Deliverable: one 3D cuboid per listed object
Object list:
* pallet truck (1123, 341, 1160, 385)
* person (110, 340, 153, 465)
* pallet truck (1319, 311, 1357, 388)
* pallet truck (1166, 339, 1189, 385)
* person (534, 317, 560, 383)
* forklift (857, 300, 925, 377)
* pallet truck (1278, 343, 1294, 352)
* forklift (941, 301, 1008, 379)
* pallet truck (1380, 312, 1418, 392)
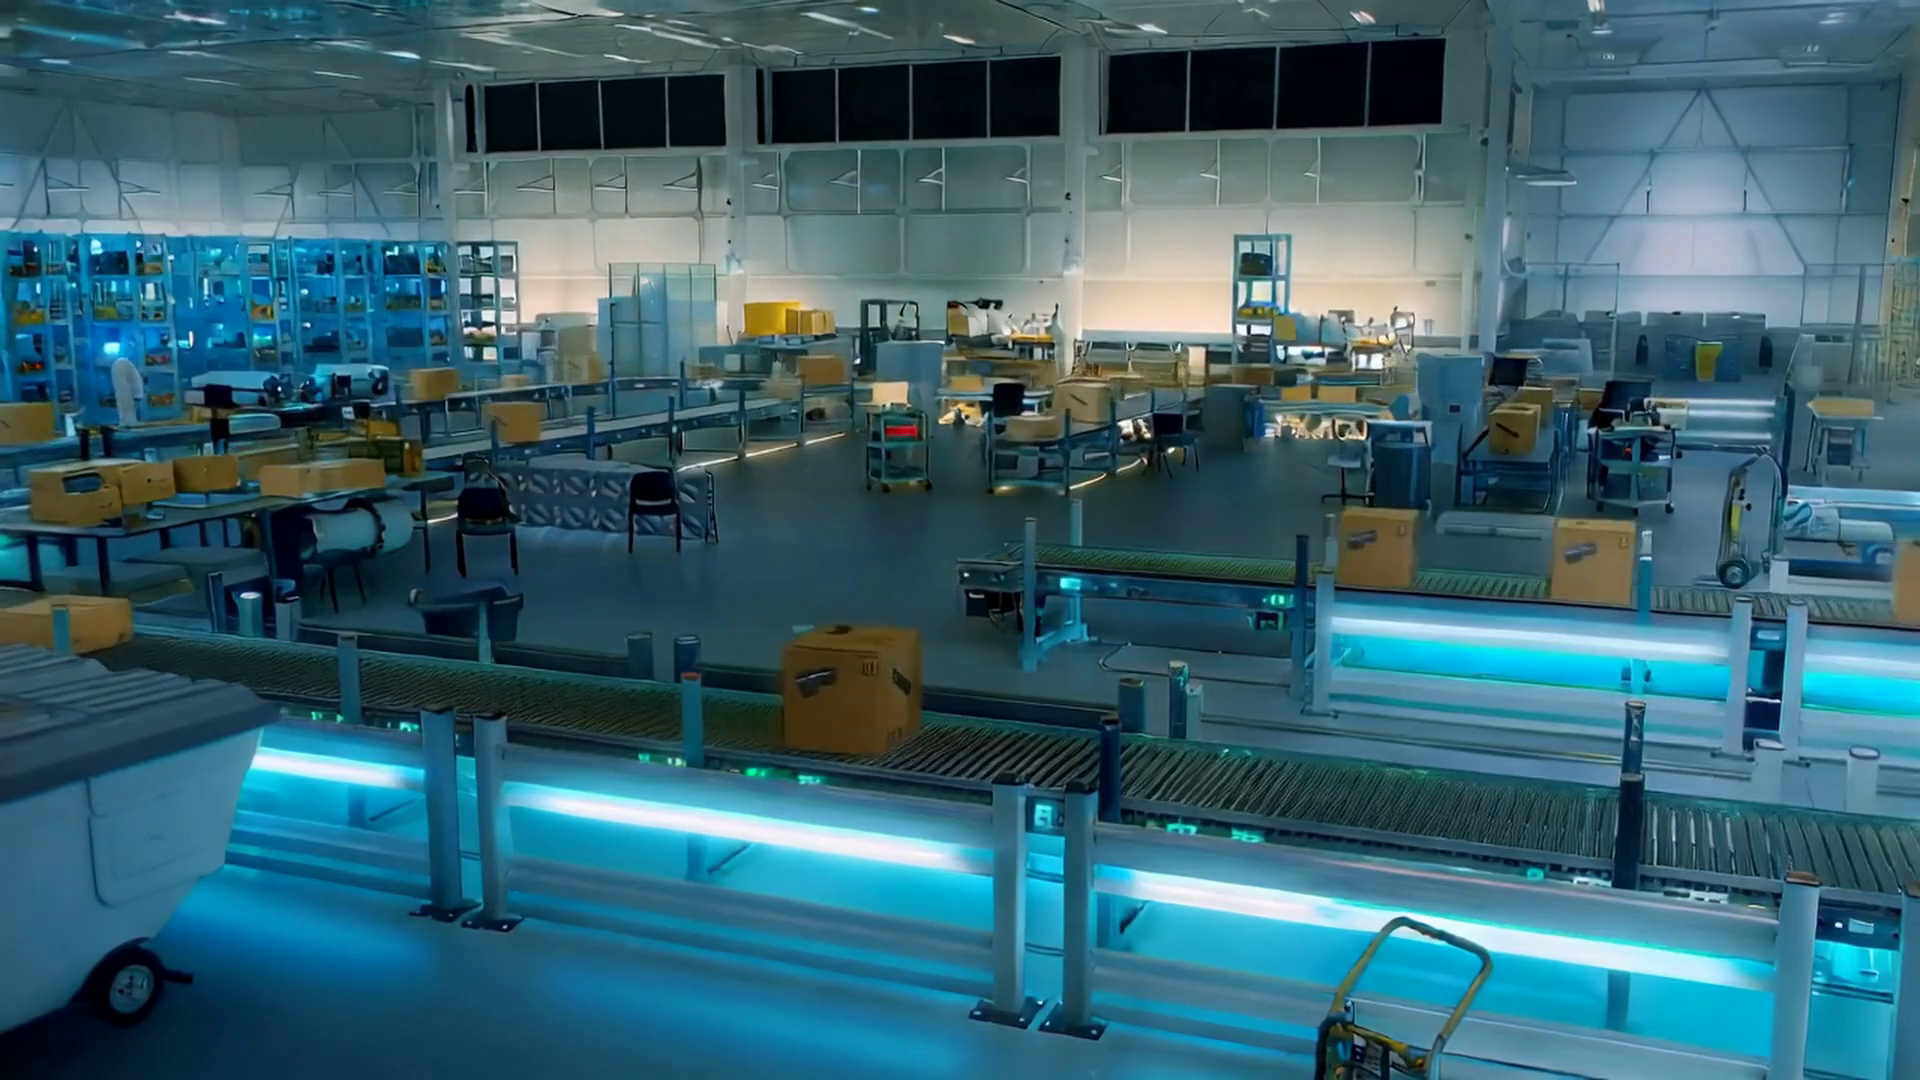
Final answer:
[{"bbox_3d":[4.445,-4.380,41.279,0.680,1.201,1.601,4,10,22],"label":"pallet truck"},{"bbox_3d":[-12.537,-2.058,25.147,0.641,1.913,0.407,8,12,41],"label":"person"},{"bbox_3d":[9.071,-4.419,39.190,0.823,1.965,1.885,5,10,26],"label":"pallet truck"},{"bbox_3d":[5.418,-4.269,40.420,0.704,1.261,1.522,3,10,20],"label":"pallet truck"},{"bbox_3d":[-9.968,-4.473,40.094,0.629,1.800,0.776,-4,10,-21],"label":"person"},{"bbox_3d":[-1.732,-5.109,42.468,1.157,1.987,2.680,4,10,22],"label":"forklift"},{"bbox_3d":[7.886,-4.163,39.743,0.653,1.274,1.630,4,10,22],"label":"pallet truck"},{"bbox_3d":[0.365,-4.966,41.571,1.157,1.987,2.680,3,10,20],"label":"forklift"},{"bbox_3d":[10.207,-4.283,38.369,0.823,1.965,1.885,3,10,20],"label":"pallet truck"}]
